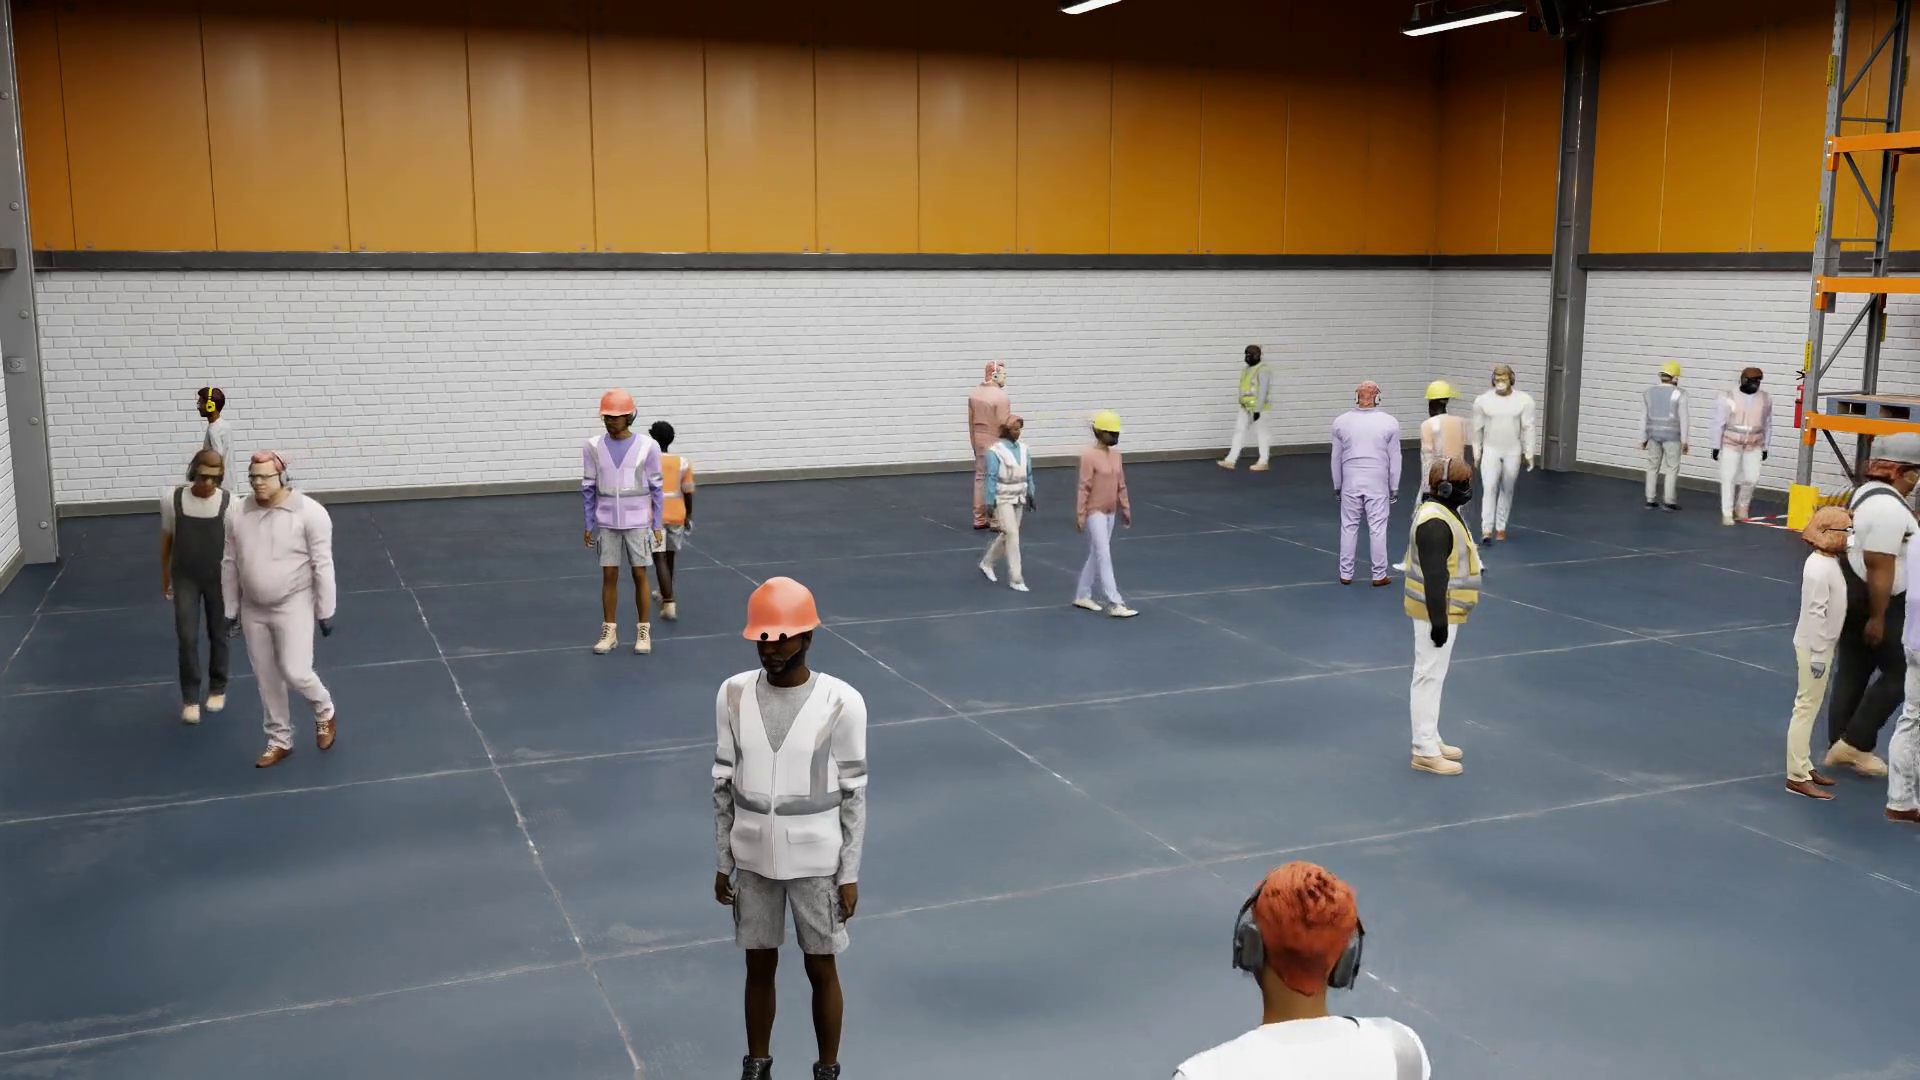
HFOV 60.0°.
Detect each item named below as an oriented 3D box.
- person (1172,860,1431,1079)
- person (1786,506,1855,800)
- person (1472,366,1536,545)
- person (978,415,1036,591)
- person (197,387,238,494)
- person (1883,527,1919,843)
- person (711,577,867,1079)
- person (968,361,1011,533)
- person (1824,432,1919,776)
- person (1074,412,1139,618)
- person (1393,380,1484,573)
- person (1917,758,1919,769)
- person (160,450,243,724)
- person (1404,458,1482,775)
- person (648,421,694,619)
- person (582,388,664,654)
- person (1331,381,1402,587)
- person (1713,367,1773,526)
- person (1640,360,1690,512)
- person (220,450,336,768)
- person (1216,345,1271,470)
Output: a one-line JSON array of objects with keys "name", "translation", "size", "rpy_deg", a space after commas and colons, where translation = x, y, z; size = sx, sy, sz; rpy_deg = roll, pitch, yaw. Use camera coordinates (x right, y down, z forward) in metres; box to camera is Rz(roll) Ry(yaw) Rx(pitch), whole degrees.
[{"name": "person", "translation": [0.585, 1.517, 3.198], "size": [0.603, 1.862, 0.506], "rpy_deg": [-4, 10, -21]}, {"name": "person", "translation": [4.828, 0.619, 9.325], "size": [0.280, 1.633, 0.500], "rpy_deg": [6, 11, 31]}, {"name": "person", "translation": [5.750, -0.885, 17.624], "size": [0.653, 1.889, 0.983], "rpy_deg": [3, 10, 17]}, {"name": "person", "translation": [0.414, -0.359, 15.373], "size": [0.759, 1.623, 0.519], "rpy_deg": [8, 12, 41]}, {"name": "person", "translation": [-6.754, -0.457, 15.131], "size": [0.328, 1.872, 0.514], "rpy_deg": [-3, 10, -16]}, {"name": "person", "translation": [5.075, 0.600, 8.577], "size": [0.382, 1.931, 0.647], "rpy_deg": [1, 9, 7]}, {"name": "person", "translation": [-0.585, 1.076, 5.631], "size": [0.543, 1.938, 0.357], "rpy_deg": [2, 10, 12]}, {"name": "person", "translation": [0.376, -1.039, 18.556], "size": [0.400, 1.903, 0.645], "rpy_deg": [-7, 11, -35]}, {"name": "person", "translation": [5.339, 0.359, 9.664], "size": [0.541, 2.000, 0.702], "rpy_deg": [1, 9, 9]}, {"name": "person", "translation": [1.256, -0.219, 14.078], "size": [0.746, 1.728, 0.547], "rpy_deg": [7, 12, 38]}, {"name": "person", "translation": [4.596, -0.570, 15.778], "size": [0.603, 1.888, 0.967], "rpy_deg": [-6, 11, -33]}, {"name": "person", "translation": [5.630, 0.639, 9.297], "size": [0.530, 1.581, 0.796], "rpy_deg": [0, 9, -1]}, {"name": "person", "translation": [-4.938, 0.289, 10.864], "size": [0.548, 1.783, 0.727], "rpy_deg": [-4, 10, -21]}, {"name": "person", "translation": [2.842, 0.435, 9.808], "size": [0.430, 1.845, 0.623], "rpy_deg": [3, 10, 20]}, {"name": "person", "translation": [-2.541, -0.183, 14.125], "size": [0.541, 1.647, 0.865], "rpy_deg": [-6, 11, -31]}, {"name": "person", "translation": [-2.564, -0.124, 12.653], "size": [0.620, 2.040, 0.427], "rpy_deg": [0, 9, 2]}, {"name": "person", "translation": [3.759, -0.519, 15.399], "size": [0.642, 1.906, 0.410], "rpy_deg": [4, 10, 22]}, {"name": "person", "translation": [8.917, -1.068, 18.983], "size": [0.653, 1.823, 0.444], "rpy_deg": [2, 10, 10]}, {"name": "person", "translation": [8.529, -1.259, 20.102], "size": [0.403, 1.832, 0.593], "rpy_deg": [-8, 12, -38]}, {"name": "person", "translation": [-4.039, 0.402, 9.869], "size": [0.657, 1.896, 0.462], "rpy_deg": [2, 9, 9]}, {"name": "person", "translation": [4.110, -1.891, 23.980], "size": [0.848, 1.811, 0.654], "rpy_deg": [-3, 10, -19]}]
